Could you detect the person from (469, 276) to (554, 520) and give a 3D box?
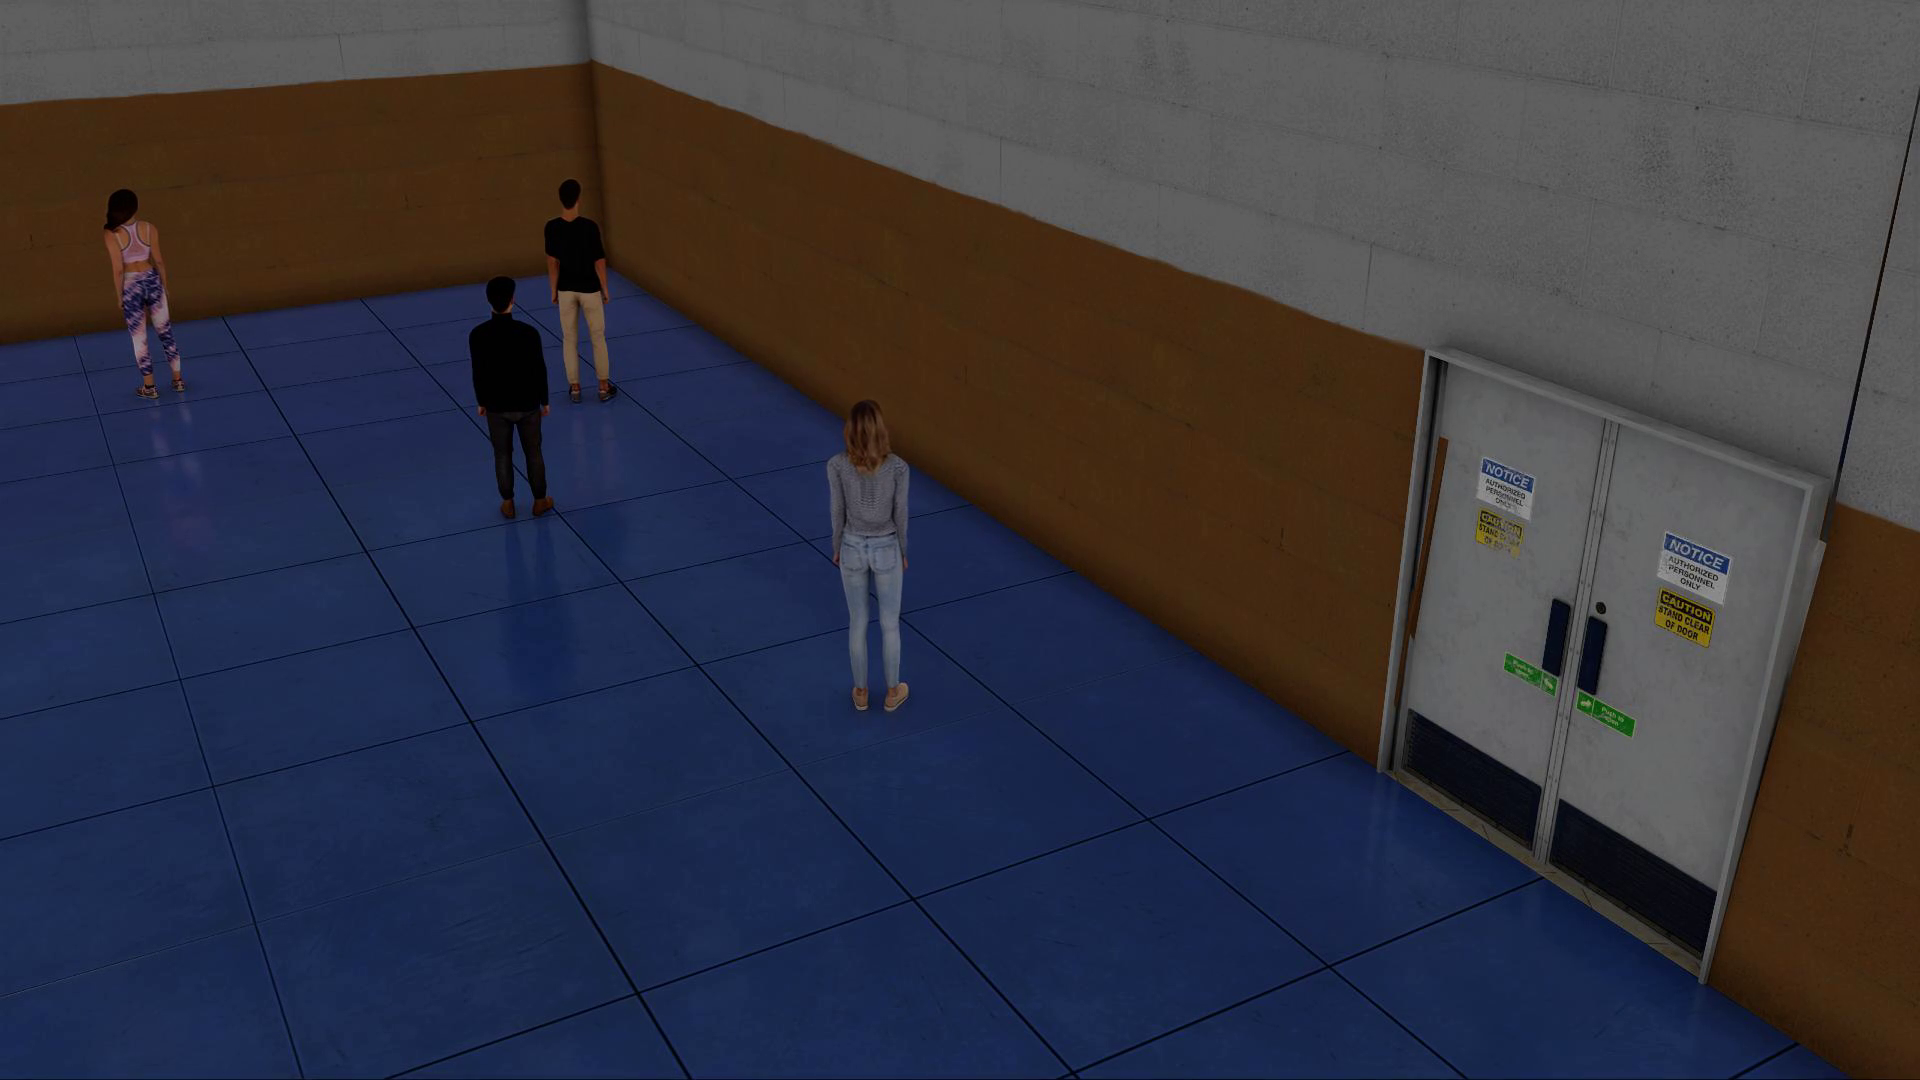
[{"bbox_3d":[-3.124,-0.990,11.593,0.605,1.723,0.777,-4,24,-8],"label":"person"}]

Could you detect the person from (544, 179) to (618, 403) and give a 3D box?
[{"bbox_3d":[-3.174,-2.074,13.869,0.633,1.859,0.773,-1,24,-2],"label":"person"}]

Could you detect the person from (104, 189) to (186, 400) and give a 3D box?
[{"bbox_3d":[-6.905,-2.085,14.041,0.705,1.767,0.557,21,31,39],"label":"person"}]

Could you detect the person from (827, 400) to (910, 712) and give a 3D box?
[{"bbox_3d":[-0.485,0.091,9.031,0.624,1.796,0.720,2,24,6],"label":"person"}]
